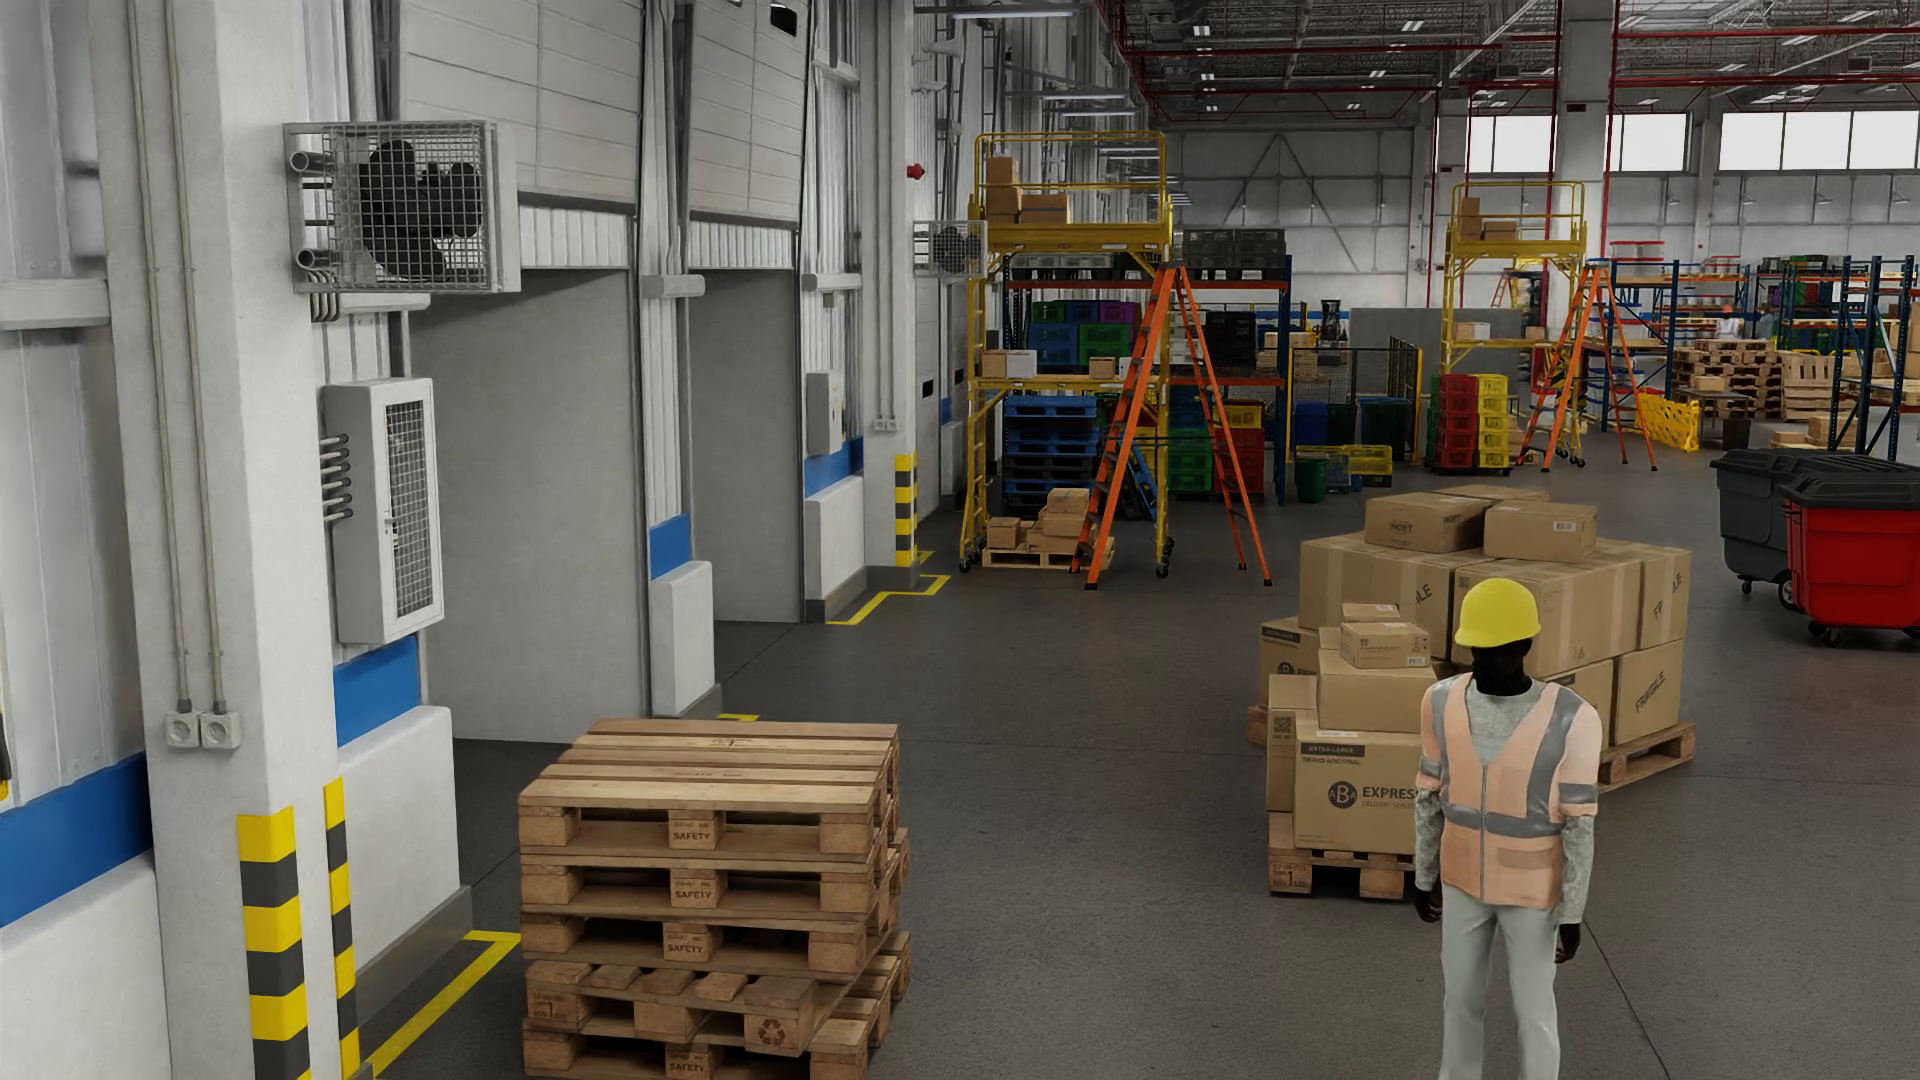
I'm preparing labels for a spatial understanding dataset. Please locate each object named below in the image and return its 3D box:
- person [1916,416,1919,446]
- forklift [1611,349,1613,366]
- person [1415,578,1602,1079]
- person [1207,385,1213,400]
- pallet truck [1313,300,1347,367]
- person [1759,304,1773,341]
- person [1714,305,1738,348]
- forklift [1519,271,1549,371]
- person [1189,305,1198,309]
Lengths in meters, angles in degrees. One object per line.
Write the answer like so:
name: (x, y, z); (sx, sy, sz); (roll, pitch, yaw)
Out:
person: (15.736, -2.369, 26.898); (0.320, 1.738, 0.485); (8, 12, 42)
forklift: (15.190, -5.276, 41.307); (1.873, 2.768, 1.129); (1, 9, 9)
person: (1.671, 1.061, 5.190); (0.585, 1.919, 0.397); (8, 12, 41)
person: (5.227, -3.647, 35.107); (0.312, 1.633, 0.520); (-5, 10, -27)
pallet truck: (11.159, -6.200, 49.718); (0.823, 1.965, 1.885); (4, 10, 26)
person: (22.163, -5.534, 45.818); (0.367, 1.932, 0.633); (1, 9, 8)
person: (20.510, -5.327, 44.572); (0.564, 1.918, 0.408); (6, 11, 35)
forklift: (16.350, -6.018, 45.881); (1.873, 2.768, 1.129); (-3, 10, -17)
person: (6.238, -5.350, 44.698); (0.547, 1.929, 0.387); (-5, 11, -29)
